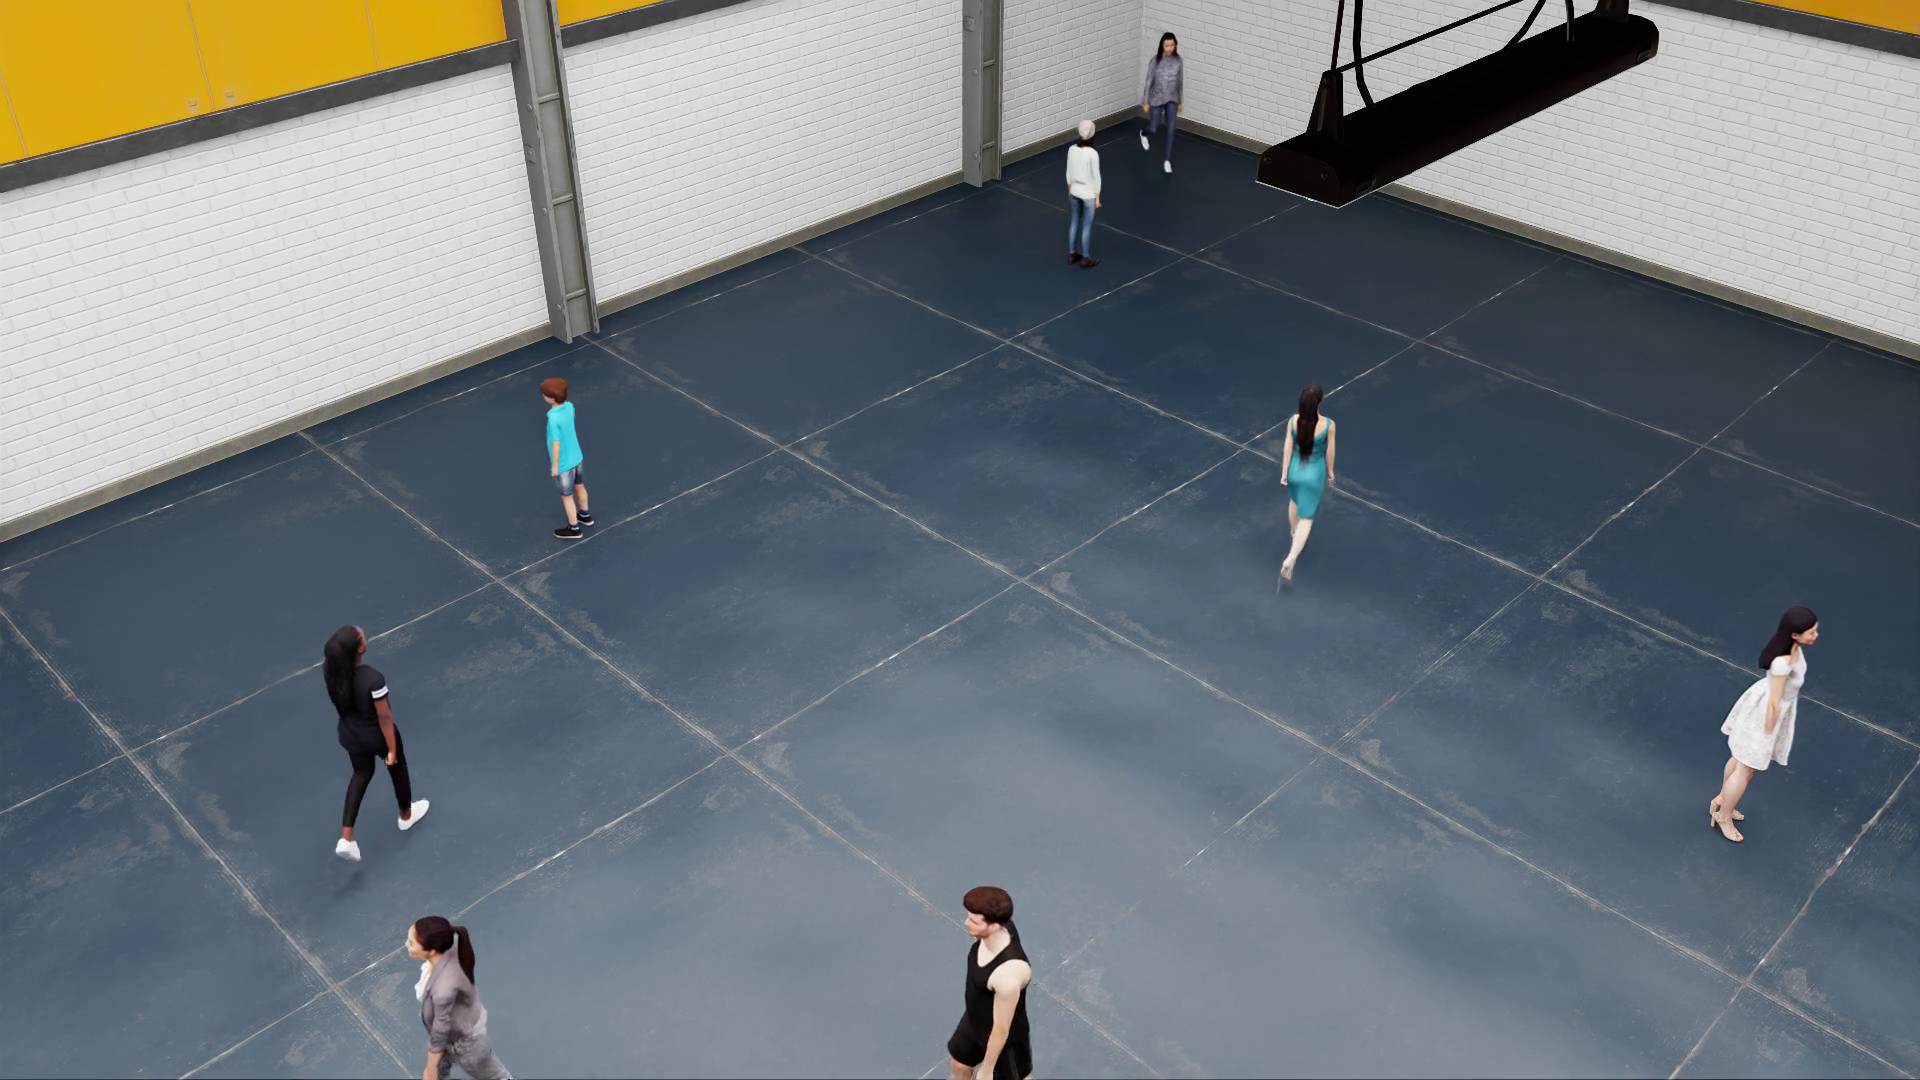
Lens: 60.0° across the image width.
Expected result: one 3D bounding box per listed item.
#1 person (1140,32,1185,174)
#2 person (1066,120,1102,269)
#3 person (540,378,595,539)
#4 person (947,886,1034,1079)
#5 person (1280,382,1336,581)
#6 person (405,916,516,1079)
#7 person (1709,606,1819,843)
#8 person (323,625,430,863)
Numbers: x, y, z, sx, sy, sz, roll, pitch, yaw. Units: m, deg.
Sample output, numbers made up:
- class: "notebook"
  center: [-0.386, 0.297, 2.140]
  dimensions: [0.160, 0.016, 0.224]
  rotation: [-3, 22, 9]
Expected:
- class: "person"
  center: [2.507, -5.478, 20.663]
  dimensions: [1.045, 1.708, 1.048]
  rotation: [-7, 34, -11]
- class: "person"
  center: [1.353, -3.795, 18.186]
  dimensions: [0.584, 1.647, 0.494]
  rotation: [26, 41, 33]
- class: "person"
  center: [-3.236, -0.699, 13.705]
  dimensions: [0.672, 1.451, 0.577]
  rotation: [9, 35, 13]
- class: "person"
  center: [0.269, 2.469, 8.564]
  dimensions: [1.137, 1.865, 0.982]
  rotation: [-11, 35, -16]
- class: "person"
  center: [2.720, -0.445, 13.142]
  dimensions: [0.761, 1.651, 1.089]
  rotation: [16, 37, 23]
- class: "person"
  center: [-2.478, 2.570, 8.626]
  dimensions: [1.181, 1.629, 1.006]
  rotation: [-6, 34, -10]
- class: "person"
  center: [5.140, 1.158, 10.618]
  dimensions: [0.794, 1.774, 0.683]
  rotation: [15, 36, 21]
- class: "person"
  center: [-3.773, 1.290, 10.476]
  dimensions: [0.921, 1.711, 1.124]
  rotation: [10, 35, 14]
